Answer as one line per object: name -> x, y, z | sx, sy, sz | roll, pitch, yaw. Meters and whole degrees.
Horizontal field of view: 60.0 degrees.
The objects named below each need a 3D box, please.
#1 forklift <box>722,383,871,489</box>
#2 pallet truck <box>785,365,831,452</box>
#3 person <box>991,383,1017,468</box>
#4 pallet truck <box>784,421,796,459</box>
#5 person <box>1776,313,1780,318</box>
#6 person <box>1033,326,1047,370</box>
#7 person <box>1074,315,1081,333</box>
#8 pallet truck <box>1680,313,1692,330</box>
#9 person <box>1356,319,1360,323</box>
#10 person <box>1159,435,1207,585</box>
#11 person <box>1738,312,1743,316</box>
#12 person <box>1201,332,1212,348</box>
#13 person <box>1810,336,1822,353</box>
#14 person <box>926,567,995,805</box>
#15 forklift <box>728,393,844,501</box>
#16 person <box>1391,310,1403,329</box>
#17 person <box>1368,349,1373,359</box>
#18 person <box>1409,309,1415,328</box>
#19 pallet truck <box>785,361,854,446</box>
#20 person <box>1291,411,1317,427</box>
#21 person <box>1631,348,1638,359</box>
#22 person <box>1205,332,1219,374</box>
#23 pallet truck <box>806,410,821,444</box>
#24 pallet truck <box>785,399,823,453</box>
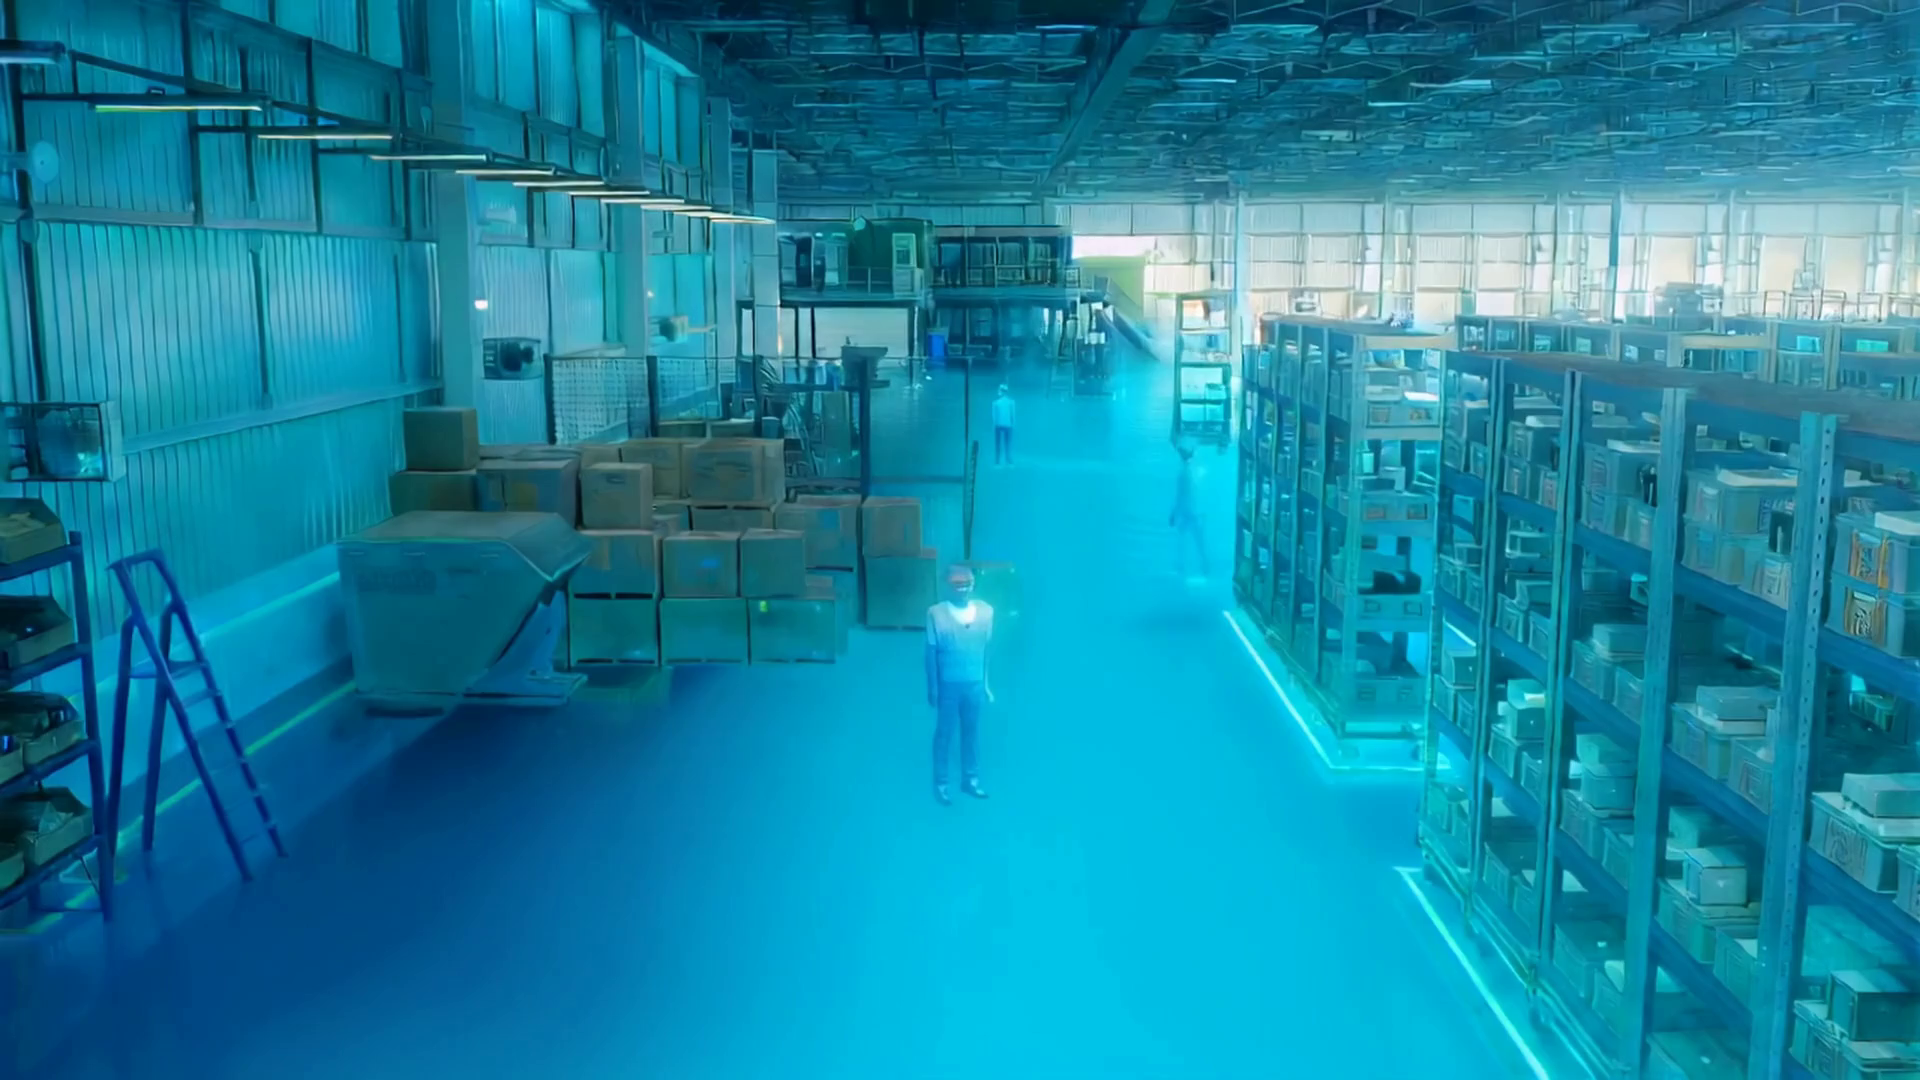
forklift -> -2.893, -1.687, 28.729 | 2.680, 1.987, 1.157 | 0, 9, -1
pallet truck -> -3.774, -2.976, 37.635 | 1.885, 1.965, 0.823 | 1, 9, 5
person -> 0.918, -2.380, 34.679 | 0.533, 1.765, 0.330 | 2, 9, 11
pallet truck -> -4.013, -1.793, 32.705 | 1.601, 1.201, 0.680 | 0, 9, 1
person -> 42.250, -10.780, 86.021 | 0.585, 1.918, 0.378 | 6, 11, 33
person -> 3.326, -7.945, 68.819 | 0.636, 1.829, 0.516 | -9, 13, -44
person -> 6.886, -12.377, 95.914 | 0.593, 1.909, 0.392 | -3, 10, -19
pallet truck -> 36.315, -10.531, 84.244 | 0.823, 1.965, 1.885 | -6, 11, -33
person -> 18.246, -9.234, 76.605 | 0.544, 1.875, 0.606 | -8, 12, -40
person -> 2.904, -0.388, 21.799 | 0.837, 1.961, 0.622 | 3, 10, 19
person -> 41.822, -11.248, 89.061 | 1.044, 1.872, 0.571 | 2, 9, 11
person -> 12.123, -10.038, 81.562 | 0.596, 1.885, 0.956 | -1, 9, -8
person -> 32.205, -6.970, 62.564 | 1.029, 1.919, 0.624 | 7, 12, 39
person -> -0.008, 1.108, 12.909 | 0.570, 1.843, 0.373 | -5, 10, -27
forklift -> -2.979, -1.316, 26.476 | 2.680, 1.987, 1.157 | 0, 9, 1
person -> 24.668, -12.017, 93.752 | 0.764, 1.900, 0.400 | 6, 11, 32
person -> 13.002, -5.258, 52.238 | 0.403, 1.829, 0.590 | 0, 9, -2
person -> 25.753, -12.229, 94.929 | 0.363, 1.928, 0.587 | 0, 9, -1
pallet truck -> -3.410, -3.193, 38.978 | 1.885, 1.965, 0.823 | 0, 9, -1
person -> 5.525, -1.288, 27.134 | 0.605, 2.024, 0.533 | -1, 9, -8
person -> 19.273, -4.570, 47.774 | 0.553, 1.914, 0.831 | -1, 9, -9
person -> 10.101, -7.551, 66.440 | 0.624, 1.820, 0.966 | 6, 11, 31
pallet truck -> -3.559, -2.018, 33.905 | 1.522, 1.261, 0.704 | 0, 9, -1
pallet truck -> -3.814, -2.432, 36.419 | 1.630, 1.274, 0.653 | 0, 9, 1
